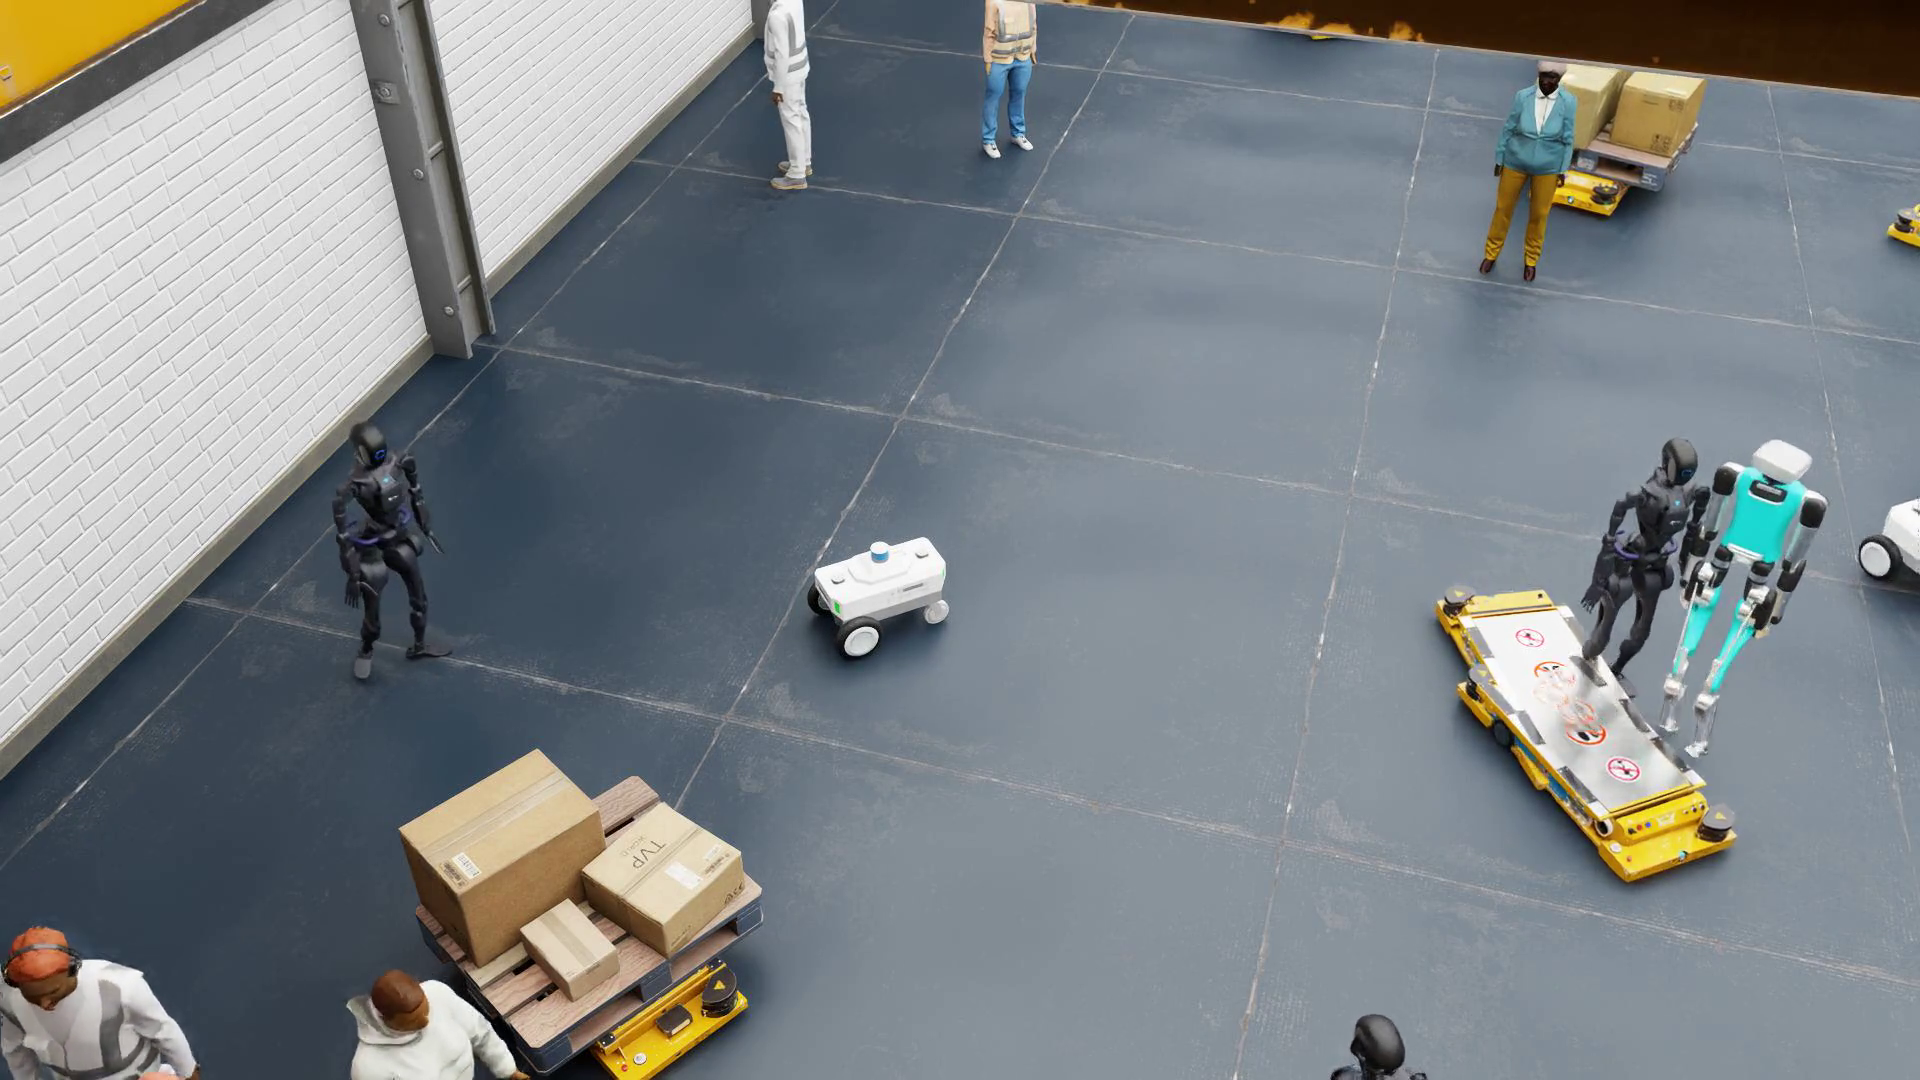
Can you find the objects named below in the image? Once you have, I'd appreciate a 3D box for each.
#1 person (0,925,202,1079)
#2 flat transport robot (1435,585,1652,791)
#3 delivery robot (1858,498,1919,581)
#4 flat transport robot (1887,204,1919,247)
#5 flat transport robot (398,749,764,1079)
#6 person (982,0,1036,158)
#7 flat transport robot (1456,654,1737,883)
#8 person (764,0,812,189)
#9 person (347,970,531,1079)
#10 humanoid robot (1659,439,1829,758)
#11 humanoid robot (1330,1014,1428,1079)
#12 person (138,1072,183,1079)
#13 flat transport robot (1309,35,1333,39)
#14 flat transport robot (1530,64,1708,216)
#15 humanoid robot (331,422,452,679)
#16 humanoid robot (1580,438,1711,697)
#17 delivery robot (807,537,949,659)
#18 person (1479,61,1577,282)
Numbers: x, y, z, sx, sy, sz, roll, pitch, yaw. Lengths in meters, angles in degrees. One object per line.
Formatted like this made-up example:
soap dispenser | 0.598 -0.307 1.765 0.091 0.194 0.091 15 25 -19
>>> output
person | -3.208 2.031 6.235 0.585 1.823 0.990 9 40 10
flat transport robot | 3.173 0.760 9.060 0.659 0.231 1.431 -5 39 -7
delivery robot | 5.713 0.093 9.668 0.499 0.604 0.808 -14 41 -17
flat transport robot | 8.039 -2.289 12.852 0.659 0.231 1.431 -31 48 -32
flat transport robot | -1.679 1.866 7.684 0.659 0.231 1.431 -31 48 -32
person | 0.409 -4.046 13.880 0.487 1.719 0.379 -18 42 -21
flat transport robot | 3.271 1.115 8.618 0.659 0.231 1.431 -14 41 -16
person | -1.396 -3.735 13.365 0.361 1.881 0.574 7 39 9
person | -1.948 2.129 6.205 0.950 1.711 0.540 14 41 17
humanoid robot | 3.810 0.379 8.370 0.548 1.793 0.707 27 46 30
humanoid robot | 1.371 2.381 5.947 0.617 1.643 0.519 -4 39 -5
person | -2.623 2.449 5.667 0.601 1.896 0.380 -6 39 -8
flat transport robot | 3.609 -5.398 16.719 0.659 0.231 1.431 -7 39 -9
flat transport robot | 5.343 -3.147 13.918 0.659 0.231 1.431 23 44 26
humanoid robot | -3.089 0.031 8.849 0.486 1.645 0.610 23 44 26
humanoid robot | 3.559 0.158 8.689 0.600 1.650 0.329 -8 39 -10
delivery robot | -0.454 0.264 9.424 0.745 0.565 0.499 -17 42 -20
person | 4.197 -2.741 12.236 0.530 1.747 0.343 14 41 17
